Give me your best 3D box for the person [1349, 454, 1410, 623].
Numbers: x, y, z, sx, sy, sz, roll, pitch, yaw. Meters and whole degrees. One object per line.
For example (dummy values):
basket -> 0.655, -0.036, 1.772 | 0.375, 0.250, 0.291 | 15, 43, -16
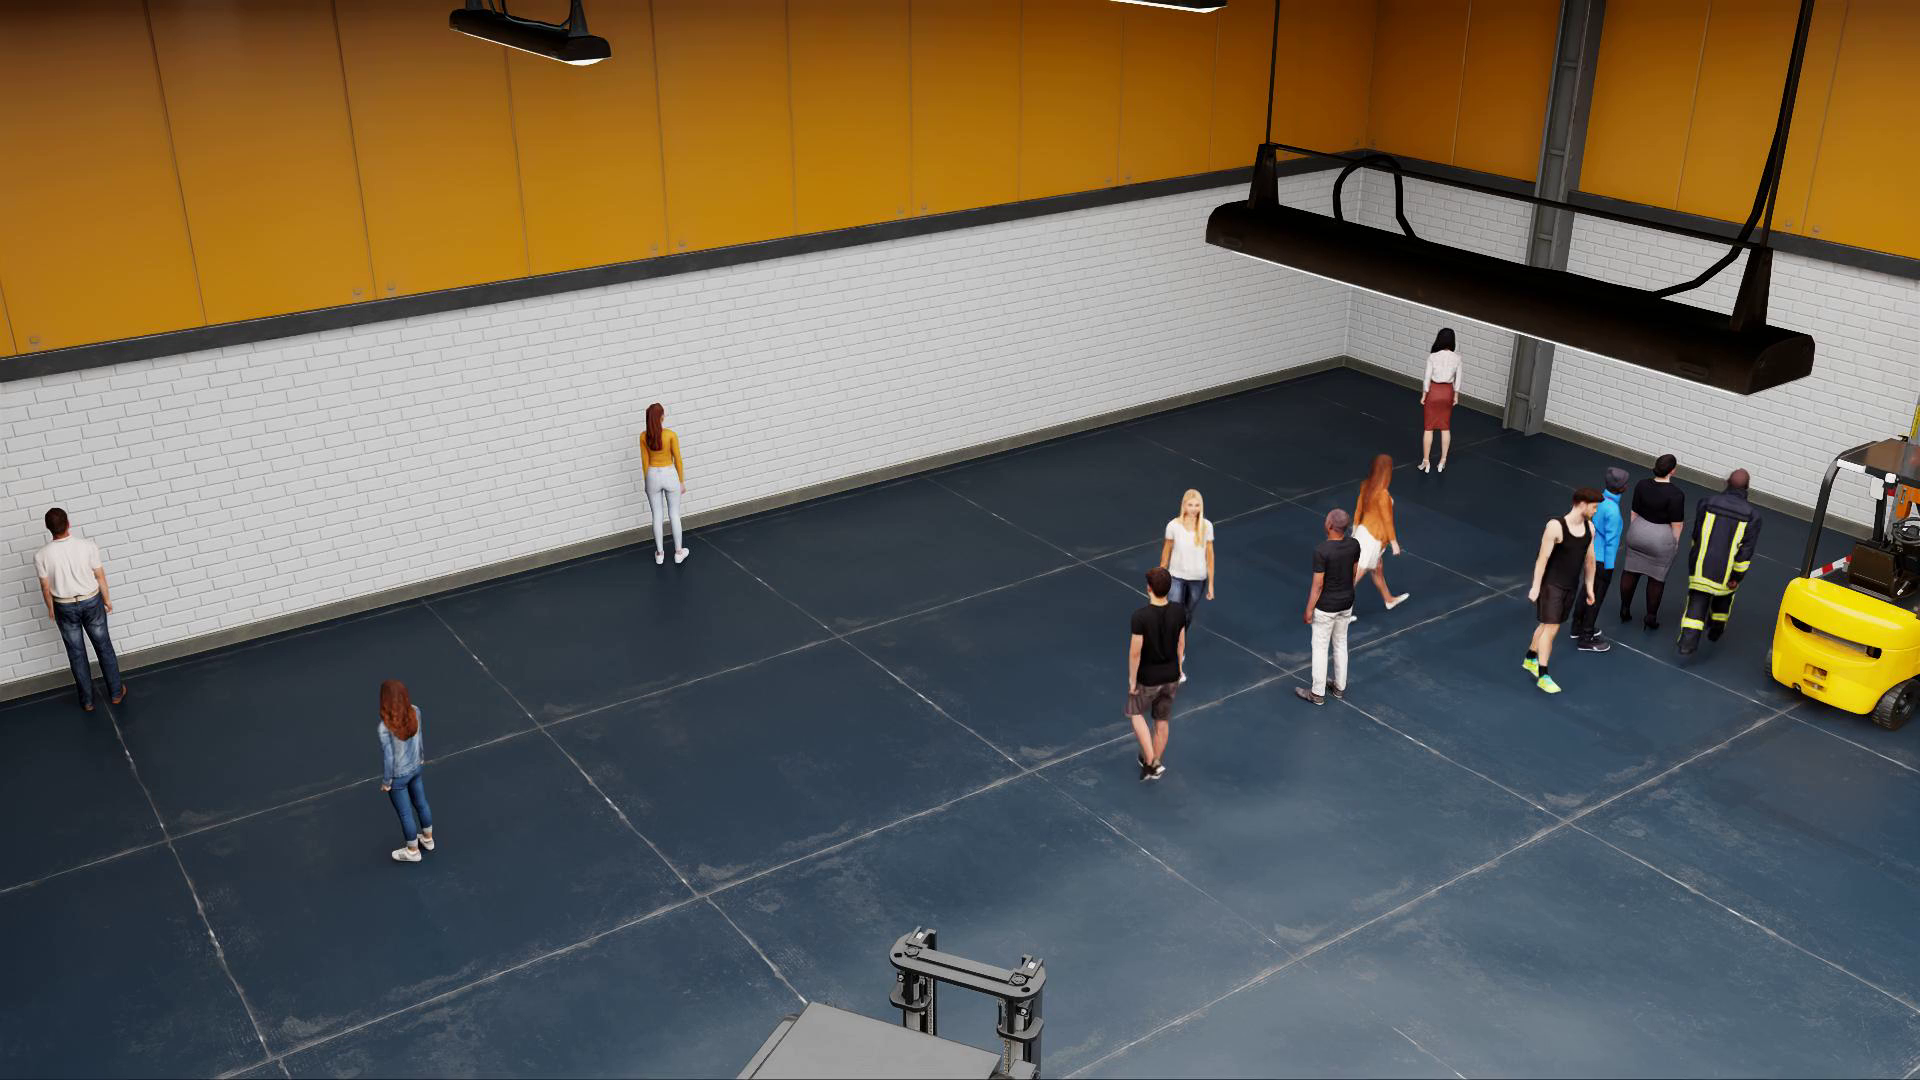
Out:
person -> 3.832, 0.027, 15.860 | 0.984, 1.677, 1.115 | -4, 24, -9

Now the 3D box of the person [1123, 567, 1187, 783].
person -> 1.589, 1.108, 13.171 | 0.791, 1.852, 0.881 | -8, 25, -18

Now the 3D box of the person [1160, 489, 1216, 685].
person -> 2.027, 0.355, 15.003 | 1.006, 1.764, 1.209 | -1, 24, -2

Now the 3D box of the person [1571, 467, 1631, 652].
person -> 5.918, 0.159, 15.411 | 0.758, 1.796, 0.672 | 1, 24, 1

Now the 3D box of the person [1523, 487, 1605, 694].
person -> 5.302, 0.372, 14.856 | 0.809, 1.850, 0.954 | -7, 24, -15

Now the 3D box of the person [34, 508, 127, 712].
person -> -7.610, 0.586, 14.359 | 0.674, 1.856, 0.590 | -13, 27, -27

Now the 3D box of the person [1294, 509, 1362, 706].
person -> 3.232, 0.572, 14.454 | 0.677, 1.805, 0.620 | -12, 27, -26

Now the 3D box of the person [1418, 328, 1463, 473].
person -> 5.643, -1.649, 19.606 | 0.680, 1.749, 0.696 | -1, 24, -1

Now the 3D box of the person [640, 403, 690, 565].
person -> -3.070, -0.591, 17.182 | 0.684, 1.751, 0.725 | 0, 24, 0

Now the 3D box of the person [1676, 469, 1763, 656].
person -> 6.921, 0.234, 15.253 | 1.270, 1.785, 1.118 | 14, 27, 29

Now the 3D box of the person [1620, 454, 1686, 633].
person -> 6.569, 0.012, 15.790 | 0.743, 1.760, 0.575 | -19, 30, -37

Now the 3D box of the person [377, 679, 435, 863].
person -> -4.113, 1.692, 12.302 | 0.662, 1.476, 0.647 | 10, 25, 21
